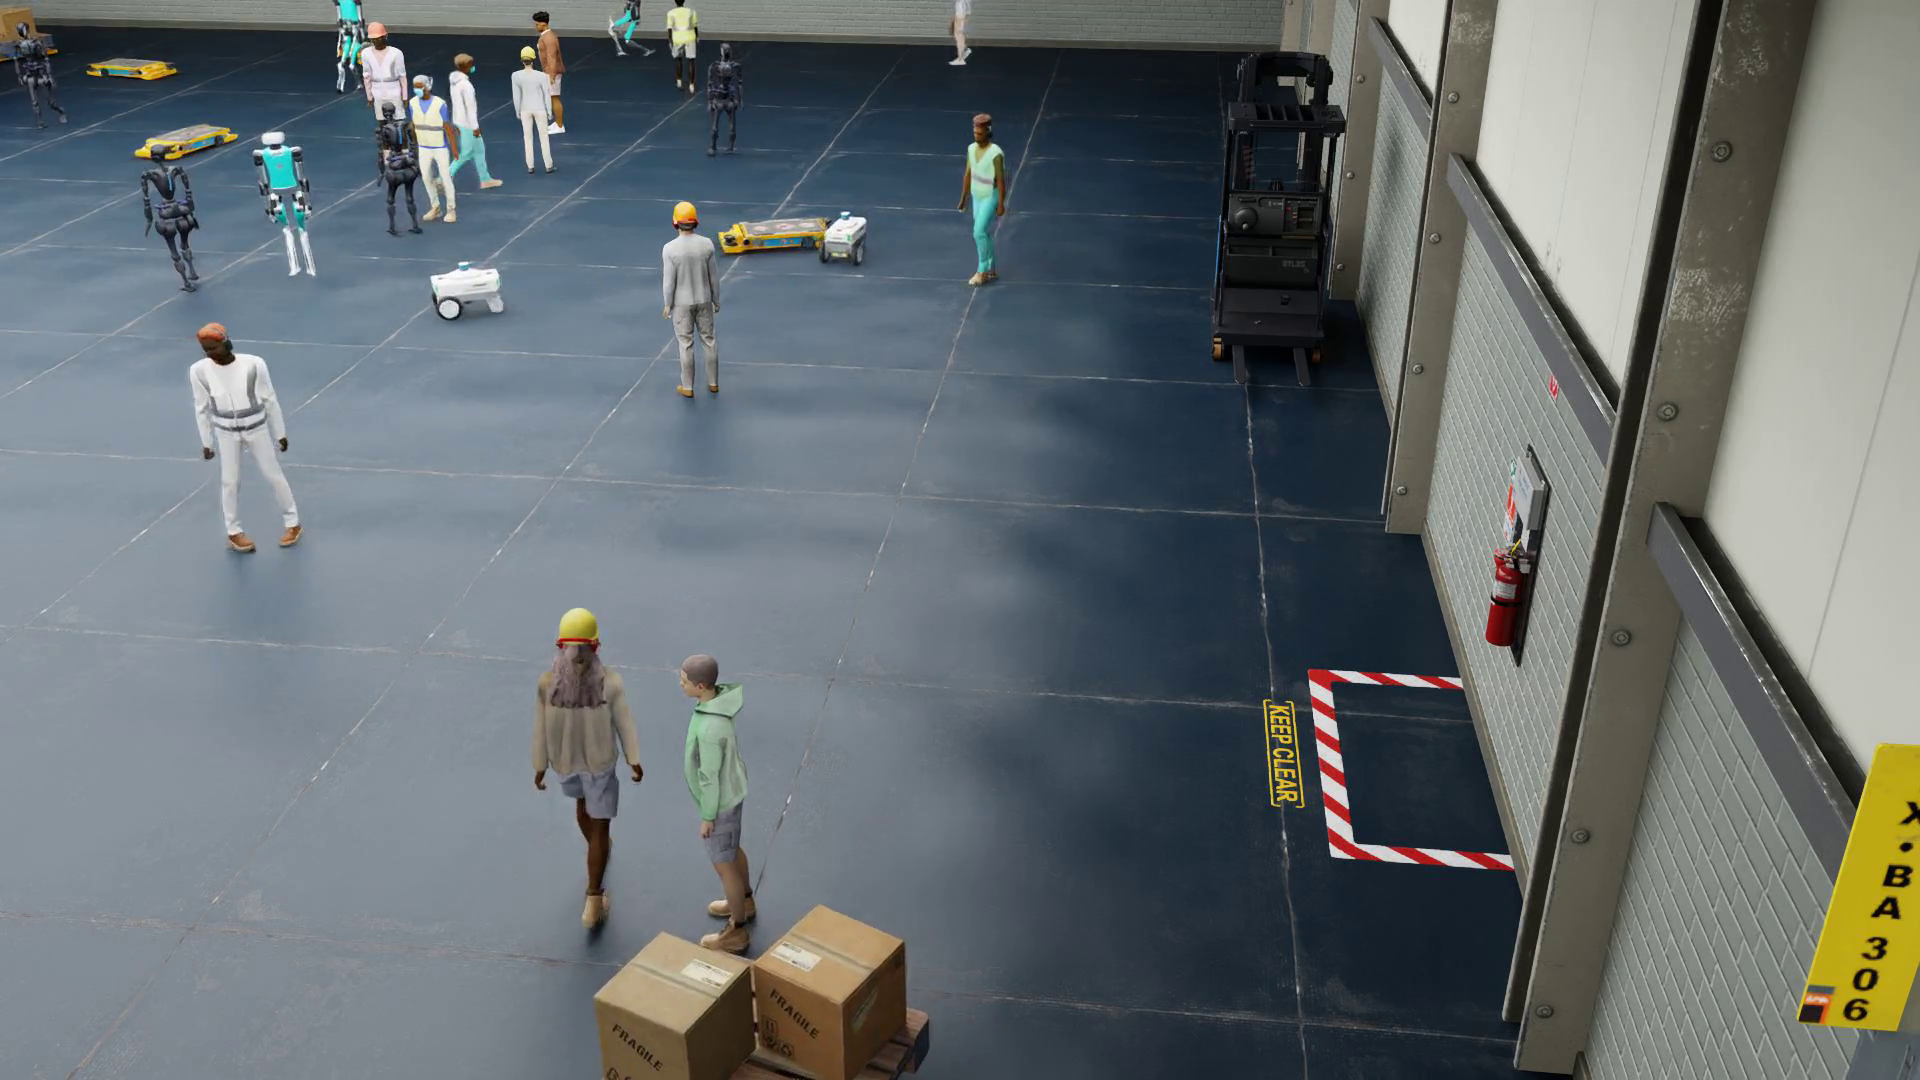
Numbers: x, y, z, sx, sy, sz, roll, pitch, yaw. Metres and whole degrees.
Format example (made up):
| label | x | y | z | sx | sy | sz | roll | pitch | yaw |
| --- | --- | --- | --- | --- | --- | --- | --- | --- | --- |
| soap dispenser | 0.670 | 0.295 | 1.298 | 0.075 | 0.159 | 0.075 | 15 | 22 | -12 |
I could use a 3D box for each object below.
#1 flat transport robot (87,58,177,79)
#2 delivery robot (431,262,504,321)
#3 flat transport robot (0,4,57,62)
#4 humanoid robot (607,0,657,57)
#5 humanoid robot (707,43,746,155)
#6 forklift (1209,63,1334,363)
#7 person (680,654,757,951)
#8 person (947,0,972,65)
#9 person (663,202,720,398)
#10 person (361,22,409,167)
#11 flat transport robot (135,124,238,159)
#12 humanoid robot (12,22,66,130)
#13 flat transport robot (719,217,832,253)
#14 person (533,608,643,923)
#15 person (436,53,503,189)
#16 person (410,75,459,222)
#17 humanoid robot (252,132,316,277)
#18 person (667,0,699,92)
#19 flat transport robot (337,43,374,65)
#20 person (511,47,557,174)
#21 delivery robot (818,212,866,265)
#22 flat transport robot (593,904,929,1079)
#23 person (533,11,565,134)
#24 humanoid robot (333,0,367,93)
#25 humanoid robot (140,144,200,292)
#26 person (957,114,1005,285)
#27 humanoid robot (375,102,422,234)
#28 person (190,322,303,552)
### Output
| label | x | y | z | sx | sy | sz | roll | pitch | yaw |
| --- | --- | --- | --- | --- | --- | --- | --- | --- | --- |
| flat transport robot | -15.058 | -8.555 | 30.217 | 1.431 | 0.231 | 0.659 | 8 | 28 | 16 |
| delivery robot | -5.460 | -2.745 | 18.321 | 0.803 | 0.614 | 0.499 | -10 | 28 | -20 |
| flat transport robot | -18.051 | -9.277 | 31.658 | 0.659 | 0.231 | 1.431 | 16 | 31 | 29 |
| humanoid robot | -6.260 | -9.875 | 31.226 | 1.028 | 1.738 | 0.560 | -16 | 31 | -28 |
| humanoid robot | -3.484 | -6.514 | 24.576 | 0.603 | 1.647 | 0.405 | -13 | 29 | -24 |
| forklift | 3.241 | -3.477 | 17.183 | 1.129 | 2.768 | 1.873 | 3 | 27 | 6 |
| person | -1.266 | 1.371 | 8.774 | 0.316 | 1.733 | 0.477 | -2 | 27 | -3 |
| person | -0.025 | -9.769 | 30.859 | 0.472 | 1.863 | 0.532 | 0 | 27 | 0 |
| person | -2.560 | -2.292 | 15.902 | 0.562 | 1.896 | 0.356 | -13 | 29 | -25 |
| person | -8.254 | -6.406 | 23.952 | 0.607 | 2.043 | 0.373 | -2 | 27 | -4 |
| flat transport robot | -11.703 | -6.031 | 25.177 | 0.659 | 0.231 | 1.431 | 9 | 28 | 17 |
| humanoid robot | -14.567 | -7.366 | 26.284 | 0.615 | 1.634 | 0.627 | 1 | 27 | 1 |
| flat transport robot | -2.256 | -3.795 | 20.714 | 1.431 | 0.231 | 0.659 | -6 | 27 | -12 |
| person | -2.048 | 1.233 | 9.074 | 0.568 | 1.715 | 0.837 | 2 | 27 | 3 |
| person | -6.791 | -5.665 | 22.657 | 0.895 | 1.875 | 0.504 | -17 | 31 | -30 |
| person | -6.741 | -5.032 | 21.393 | 0.634 | 1.881 | 0.399 | 3 | 27 | 6 |
| humanoid robot | -7.778 | -3.859 | 19.250 | 0.553 | 1.811 | 0.780 | -10 | 28 | -18 |
| person | -4.800 | -8.676 | 28.900 | 0.548 | 1.666 | 0.816 | -5 | 27 | -10 |
| flat transport robot | -11.254 | -9.221 | 31.548 | 0.659 | 0.231 | 1.431 | -19 | 32 | -33 |
| person | -6.062 | -6.110 | 23.667 | 0.533 | 1.765 | 0.323 | 0 | 27 | 0 |
| delivery robot | -1.387 | -3.649 | 20.115 | 0.499 | 0.605 | 0.799 | 6 | 27 | 12 |
| flat transport robot | -0.872 | 2.624 | 7.901 | 0.659 | 0.231 | 1.431 | 11 | 29 | 21 |
| person | -6.381 | -7.306 | 25.972 | 0.416 | 1.842 | 0.792 | -10 | 28 | -19 |
| humanoid robot | -10.627 | -8.582 | 28.742 | 0.555 | 1.878 | 0.811 | 7 | 28 | 14 |
| humanoid robot | -8.953 | -3.657 | 18.871 | 0.473 | 1.649 | 0.593 | 21 | 34 | 36 |
| person | 0.218 | -3.878 | 18.997 | 0.675 | 1.953 | 0.508 | -21 | 34 | -36 |
| humanoid robot | -7.081 | -4.687 | 20.913 | 0.422 | 1.647 | 0.606 | 18 | 32 | 32 |
| person | -5.587 | -0.819 | 12.980 | 0.637 | 1.873 | 0.427 | -6 | 27 | -12 |
